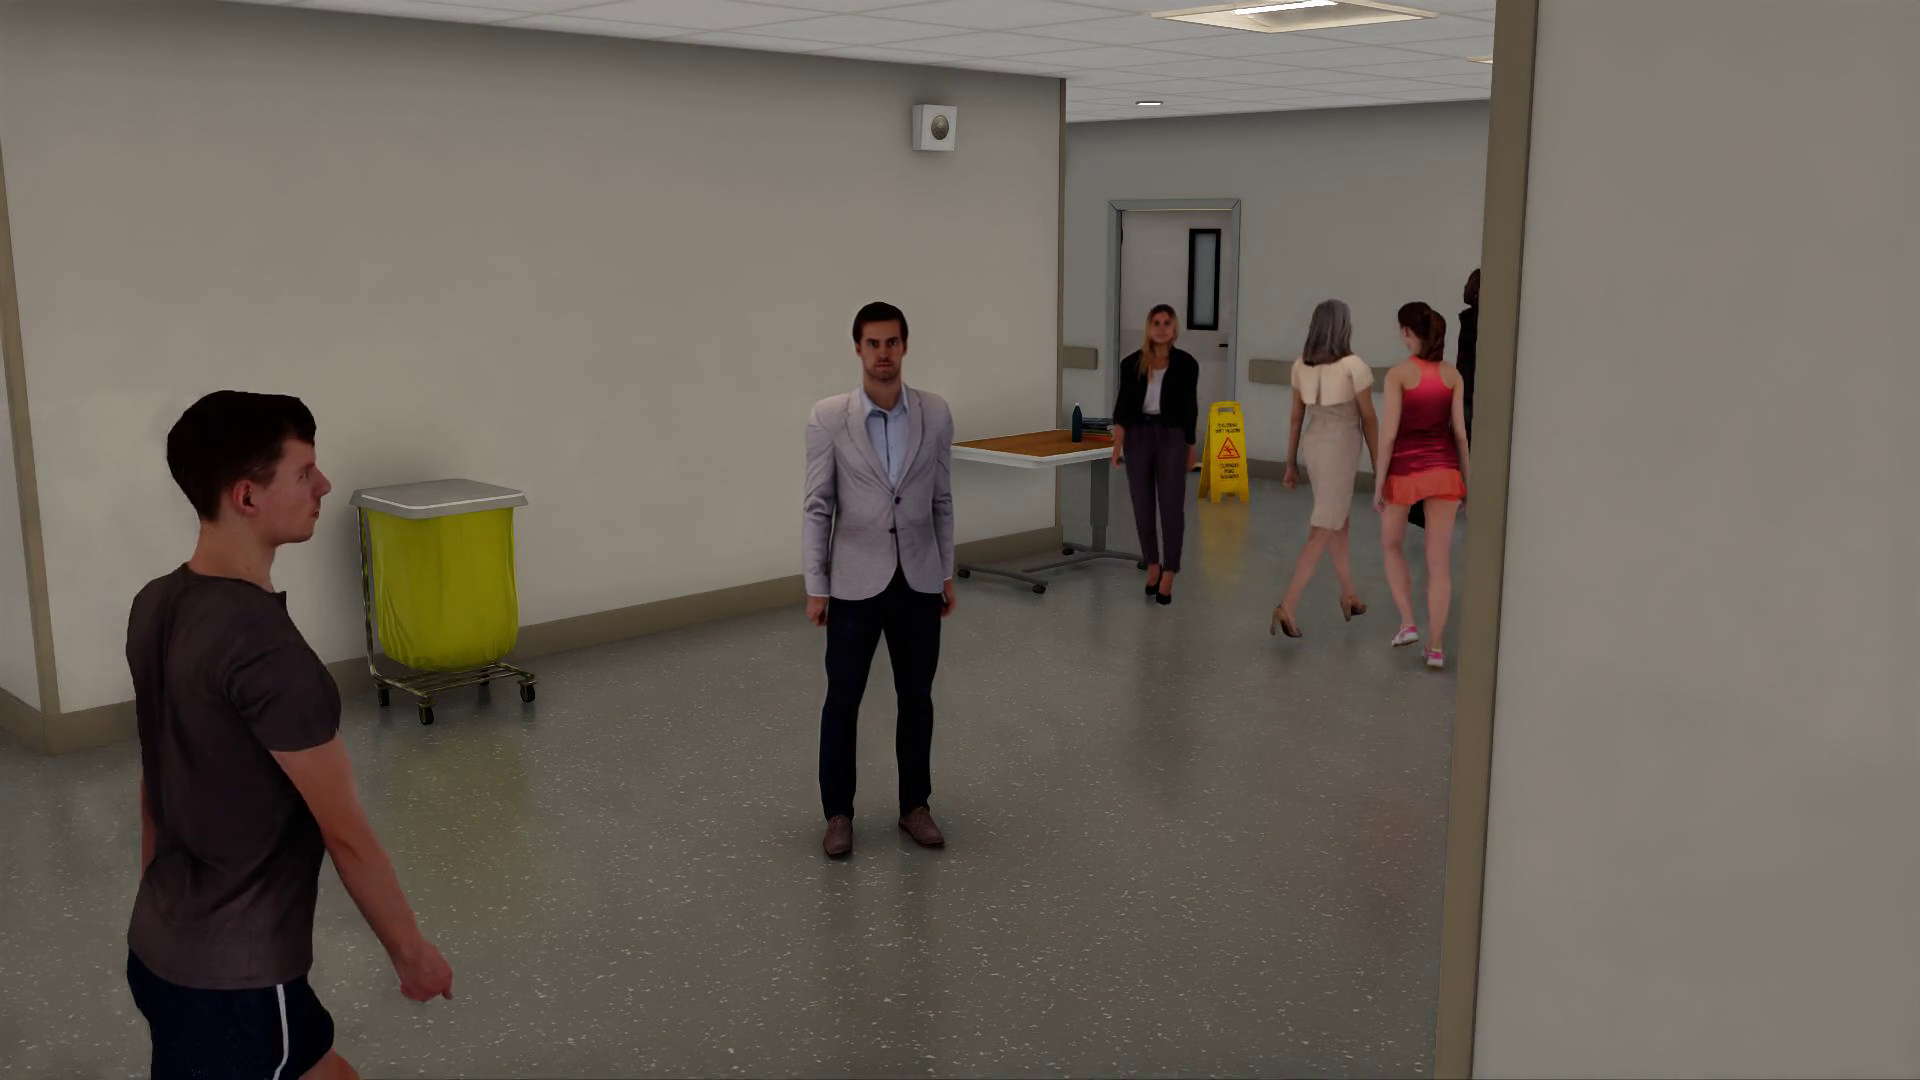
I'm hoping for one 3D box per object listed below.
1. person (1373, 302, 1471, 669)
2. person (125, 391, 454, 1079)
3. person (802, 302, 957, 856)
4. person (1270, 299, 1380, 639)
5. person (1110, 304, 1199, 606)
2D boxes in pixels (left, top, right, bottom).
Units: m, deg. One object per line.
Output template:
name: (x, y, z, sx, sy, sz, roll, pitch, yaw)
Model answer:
person: (2.191, -0.250, 7.911, 0.808, 1.727, 0.868, 0, 11, 2)
person: (-1.239, 0.706, 2.620, 0.758, 1.821, 0.998, -10, 14, -41)
person: (-0.257, 0.123, 5.613, 0.760, 1.850, 0.744, -3, 11, -15)
person: (1.813, -0.304, 8.306, 0.713, 1.685, 1.081, -9, 14, -39)
person: (1.103, -0.485, 9.354, 0.915, 1.650, 0.908, 3, 11, 14)
